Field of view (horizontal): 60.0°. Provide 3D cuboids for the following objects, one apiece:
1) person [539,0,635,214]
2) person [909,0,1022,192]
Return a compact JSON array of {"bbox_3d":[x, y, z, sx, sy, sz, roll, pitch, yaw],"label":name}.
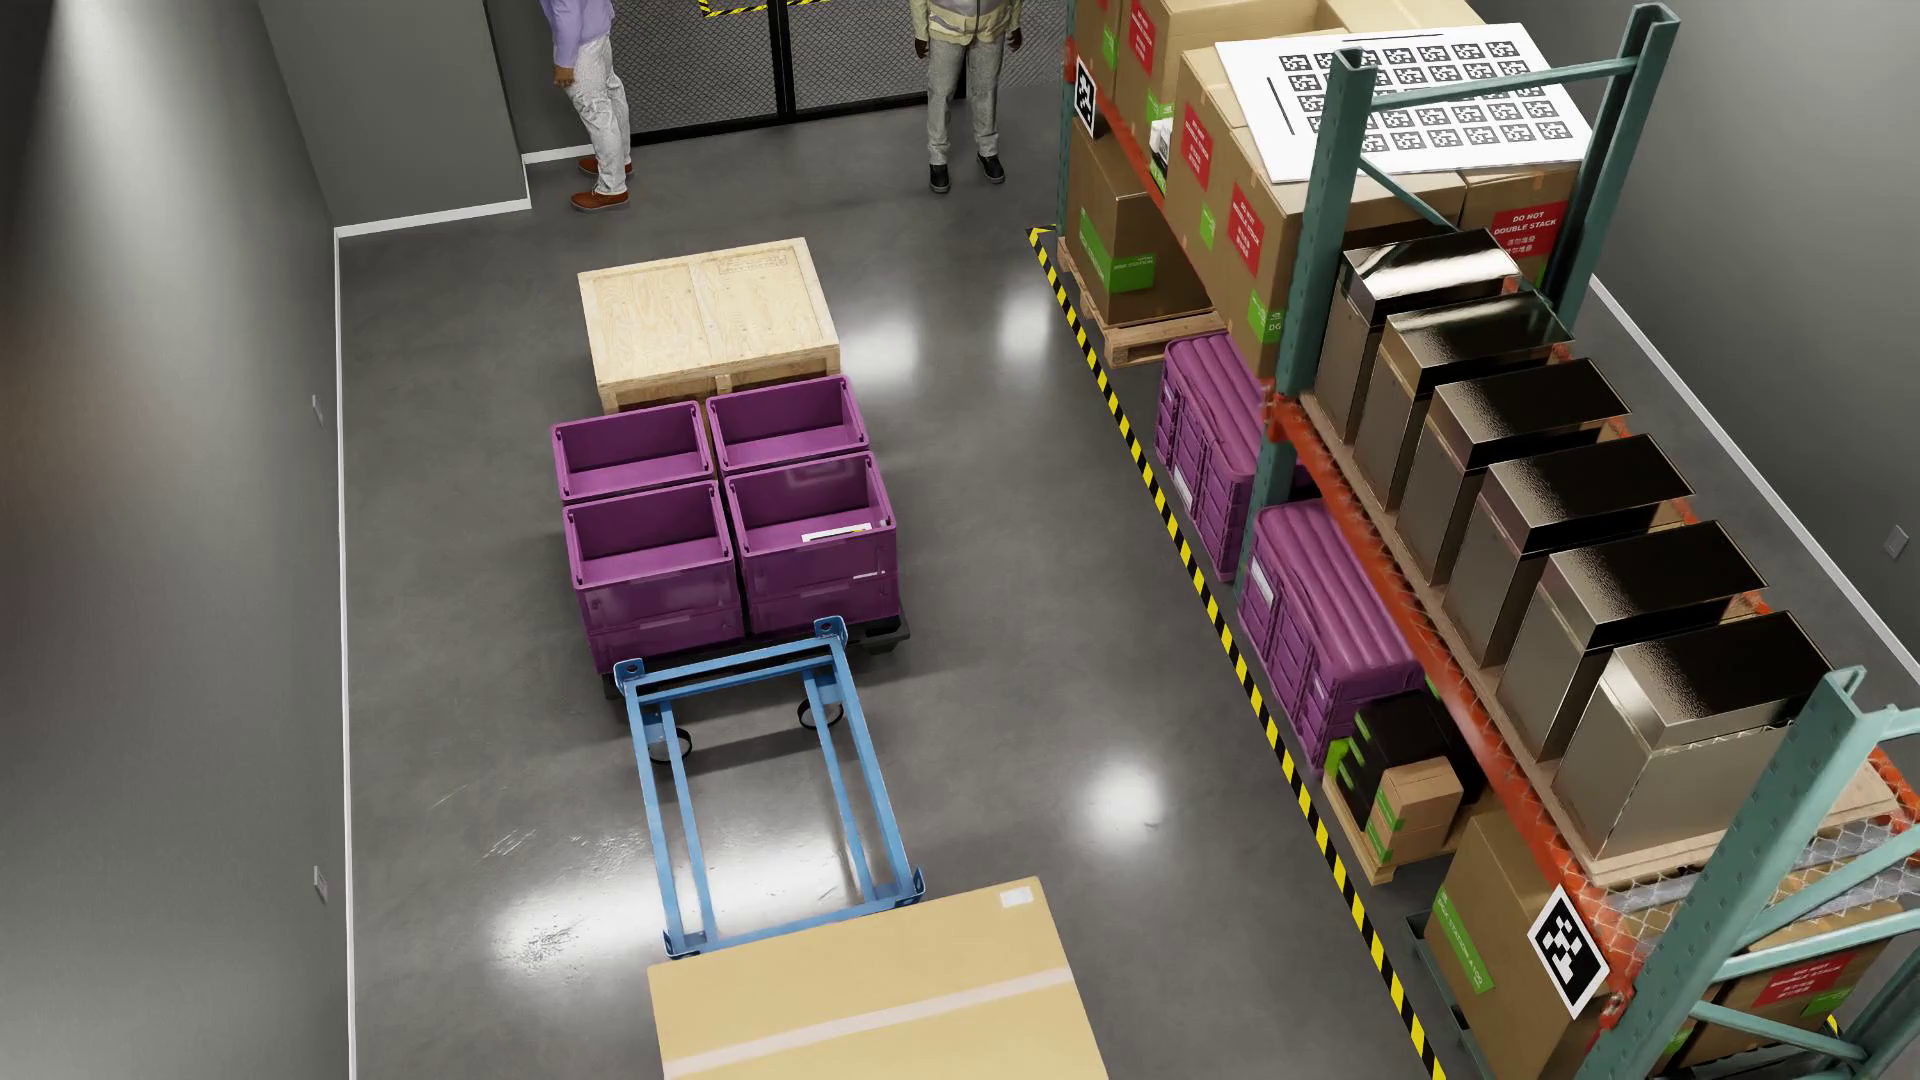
[{"bbox_3d":[-1.887,-2.507,8.193,0.370,1.934,0.627,1,47,1],"label":"person"},{"bbox_3d":[0.041,-2.602,8.347,0.586,1.833,0.403,-11,48,-10],"label":"person"}]
